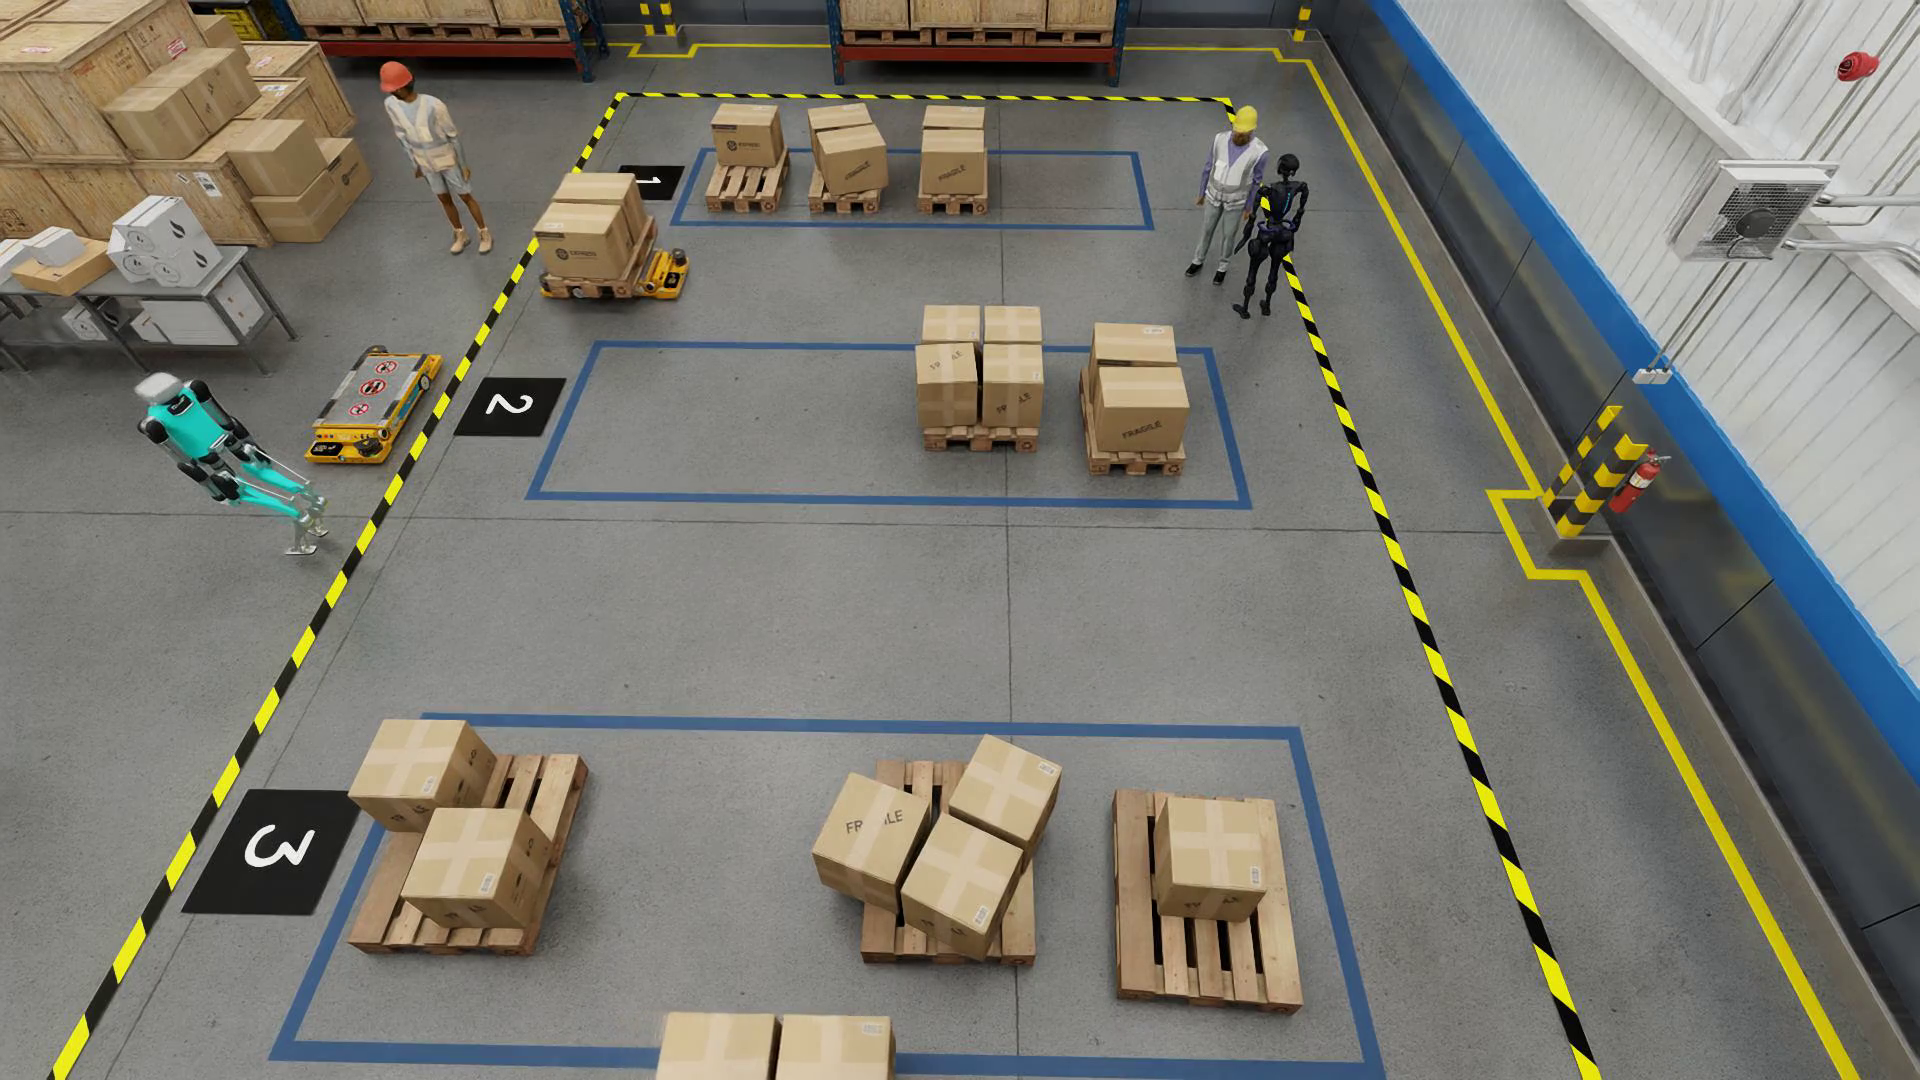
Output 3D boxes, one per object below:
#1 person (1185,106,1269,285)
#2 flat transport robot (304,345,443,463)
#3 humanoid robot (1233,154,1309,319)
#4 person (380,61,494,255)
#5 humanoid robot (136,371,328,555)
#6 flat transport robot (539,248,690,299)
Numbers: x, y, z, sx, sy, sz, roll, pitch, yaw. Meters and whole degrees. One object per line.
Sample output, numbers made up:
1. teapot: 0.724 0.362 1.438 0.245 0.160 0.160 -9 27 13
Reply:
1. person: 2.692 -3.466 9.275 0.599 1.829 0.404 25 54 20
2. flat transport robot: -5.383 -1.269 8.441 0.659 0.231 1.431 1 50 1
3. humanoid robot: 3.011 -2.936 8.920 0.599 1.655 0.315 -6 50 -5
4. person: -5.429 -3.921 9.529 0.607 2.035 0.400 1 50 1
5. humanoid robot: -5.177 -0.498 6.741 0.735 1.674 0.533 8 50 7
6. flat transport robot: -3.671 -2.854 9.763 1.431 0.197 0.652 1 50 1
